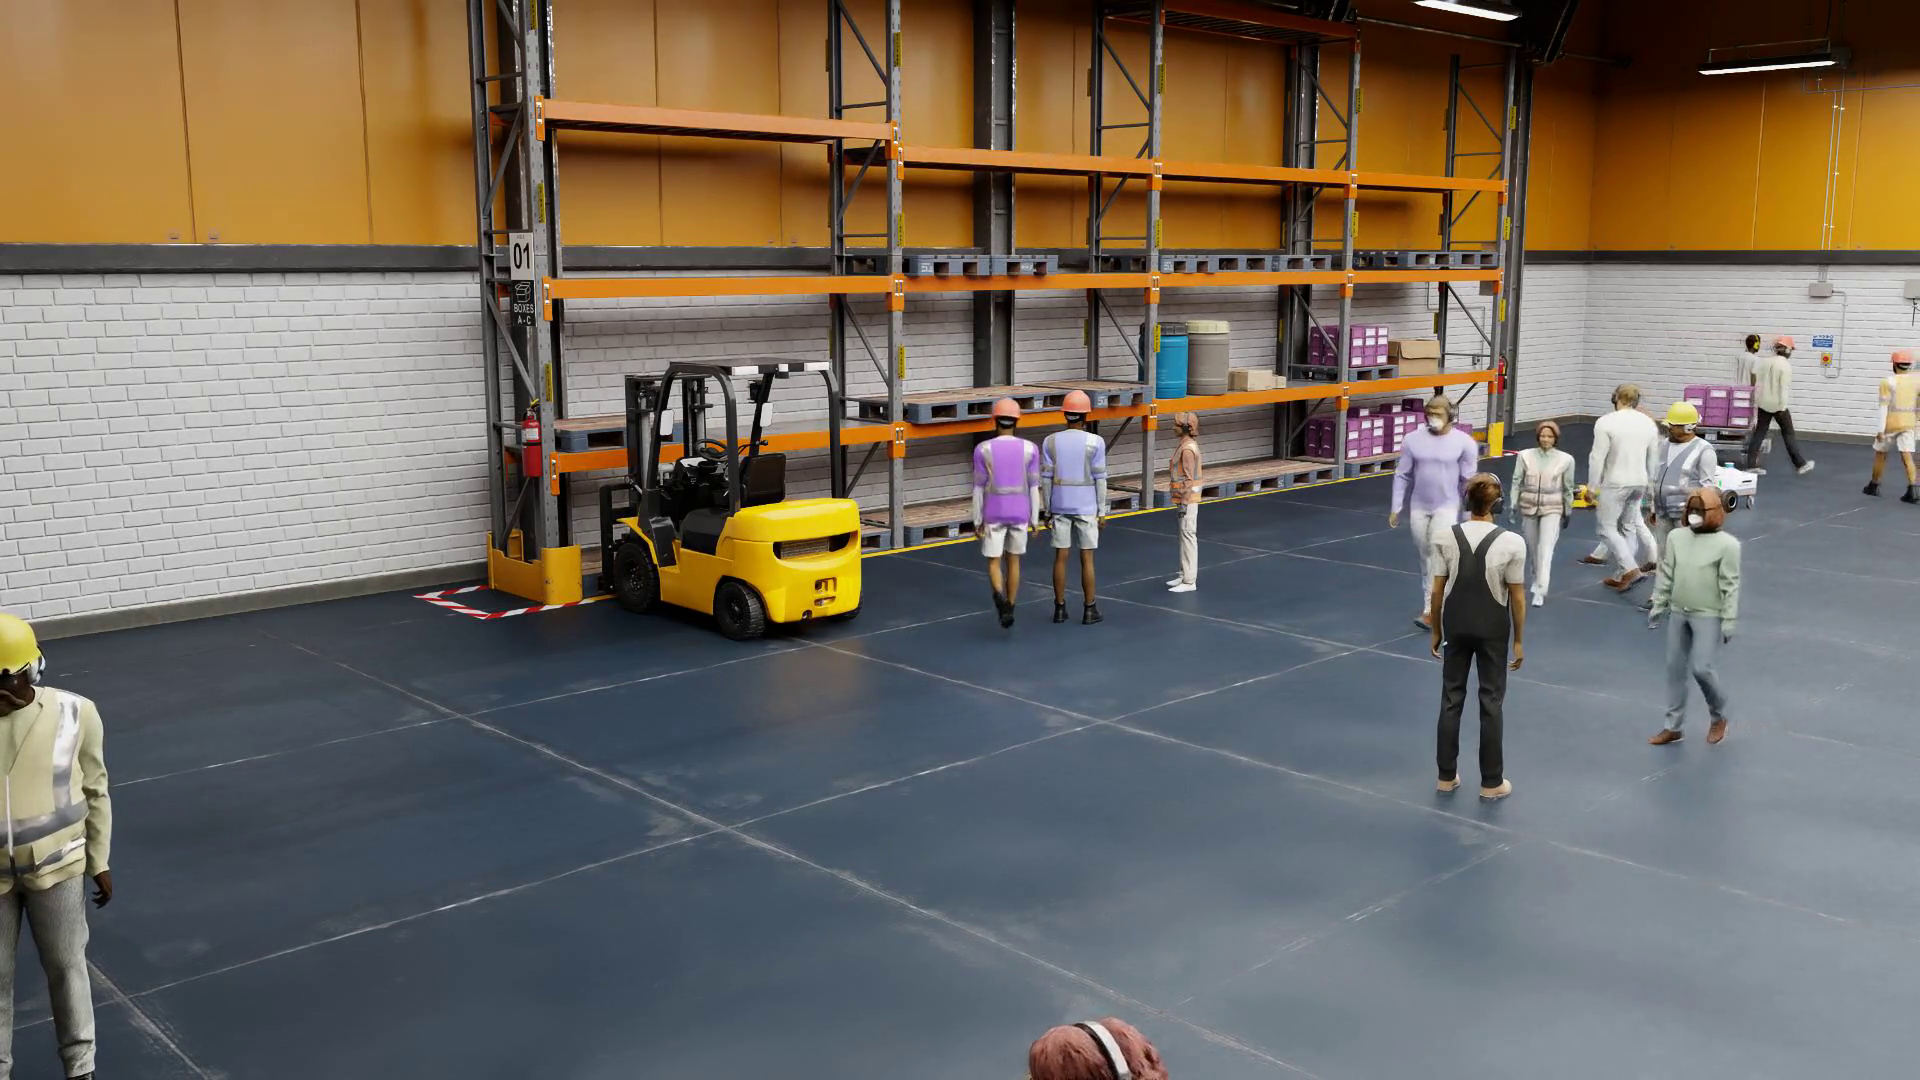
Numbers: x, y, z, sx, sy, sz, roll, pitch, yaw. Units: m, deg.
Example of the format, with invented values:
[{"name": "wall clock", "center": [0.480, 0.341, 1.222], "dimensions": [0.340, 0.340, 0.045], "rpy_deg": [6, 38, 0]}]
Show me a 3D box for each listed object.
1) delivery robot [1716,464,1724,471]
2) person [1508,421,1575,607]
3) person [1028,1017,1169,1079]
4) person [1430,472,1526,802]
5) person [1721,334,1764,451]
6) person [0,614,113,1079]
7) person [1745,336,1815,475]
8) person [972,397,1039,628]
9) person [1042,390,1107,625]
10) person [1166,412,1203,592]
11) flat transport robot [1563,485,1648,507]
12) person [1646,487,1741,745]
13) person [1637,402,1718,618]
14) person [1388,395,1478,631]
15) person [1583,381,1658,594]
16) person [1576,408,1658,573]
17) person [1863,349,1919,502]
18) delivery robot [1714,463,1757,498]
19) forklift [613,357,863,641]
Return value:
[{"name": "delivery robot", "center": [9.188, -0.769, 20.451], "dimensions": [0.707, 0.478, 0.477], "rpy_deg": [-1, 10, -8]}, {"name": "person", "center": [5.151, -0.264, 14.700], "dimensions": [0.511, 1.601, 0.815], "rpy_deg": [6, 12, 33]}, {"name": "person", "center": [0.207, 1.652, 2.609], "dimensions": [0.644, 1.904, 0.399], "rpy_deg": [8, 13, 40]}, {"name": "person", "center": [2.890, 0.539, 9.297], "dimensions": [0.517, 1.842, 0.329], "rpy_deg": [6, 11, 32]}, {"name": "person", "center": [12.185, -2.269, 25.854], "dimensions": [0.870, 1.853, 0.528], "rpy_deg": [-2, 10, -13]}, {"name": "person", "center": [-3.281, 1.146, 5.810], "dimensions": [0.588, 1.822, 0.403], "rpy_deg": [-4, 11, -24]}, {"name": "person", "center": [11.405, -1.855, 23.076], "dimensions": [1.002, 1.929, 0.600], "rpy_deg": [-2, 10, -13]}, {"name": "person", "center": [0.380, -0.197, 13.470], "dimensions": [0.550, 1.904, 0.712], "rpy_deg": [-1, 10, -6]}, {"name": "person", "center": [0.949, -0.267, 13.739], "dimensions": [0.543, 1.939, 0.370], "rpy_deg": [3, 10, 19]}, {"name": "person", "center": [2.041, -0.346, 15.075], "dimensions": [0.307, 1.640, 0.519], "rpy_deg": [1, 10, 5]}, {"name": "flat transport robot", "center": [8.080, -0.523, 20.113], "dimensions": [1.431, 0.197, 0.652], "rpy_deg": [3, 10, 15]}, {"name": "person", "center": [4.518, 0.480, 10.279], "dimensions": [0.392, 1.629, 0.522], "rpy_deg": [-5, 11, -28]}, {"name": "person", "center": [6.024, -0.249, 13.968], "dimensions": [0.404, 1.825, 0.587], "rpy_deg": [-4, 10, -22]}, {"name": "person", "center": [3.809, -0.214, 13.542], "dimensions": [0.647, 1.903, 0.928], "rpy_deg": [7, 12, 37]}, {"name": "person", "center": [6.003, -0.451, 14.911], "dimensions": [0.649, 1.912, 0.625], "rpy_deg": [-3, 10, -20]}, {"name": "person", "center": [6.451, -0.488, 16.054], "dimensions": [0.846, 1.590, 0.513], "rpy_deg": [7, 12, 36]}, {"name": "person", "center": [11.707, -1.432, 20.732], "dimensions": [0.564, 1.889, 1.007], "rpy_deg": [0, 10, 2]}, {"name": "delivery robot", "center": [9.218, -0.685, 19.961], "dimensions": [0.707, 0.478, 0.477], "rpy_deg": [-5, 11, -28]}, {"name": "forklift", "center": [-1.847, -0.414, 13.852], "dimensions": [1.214, 2.155, 2.313], "rpy_deg": [-9, 13, -42]}]
